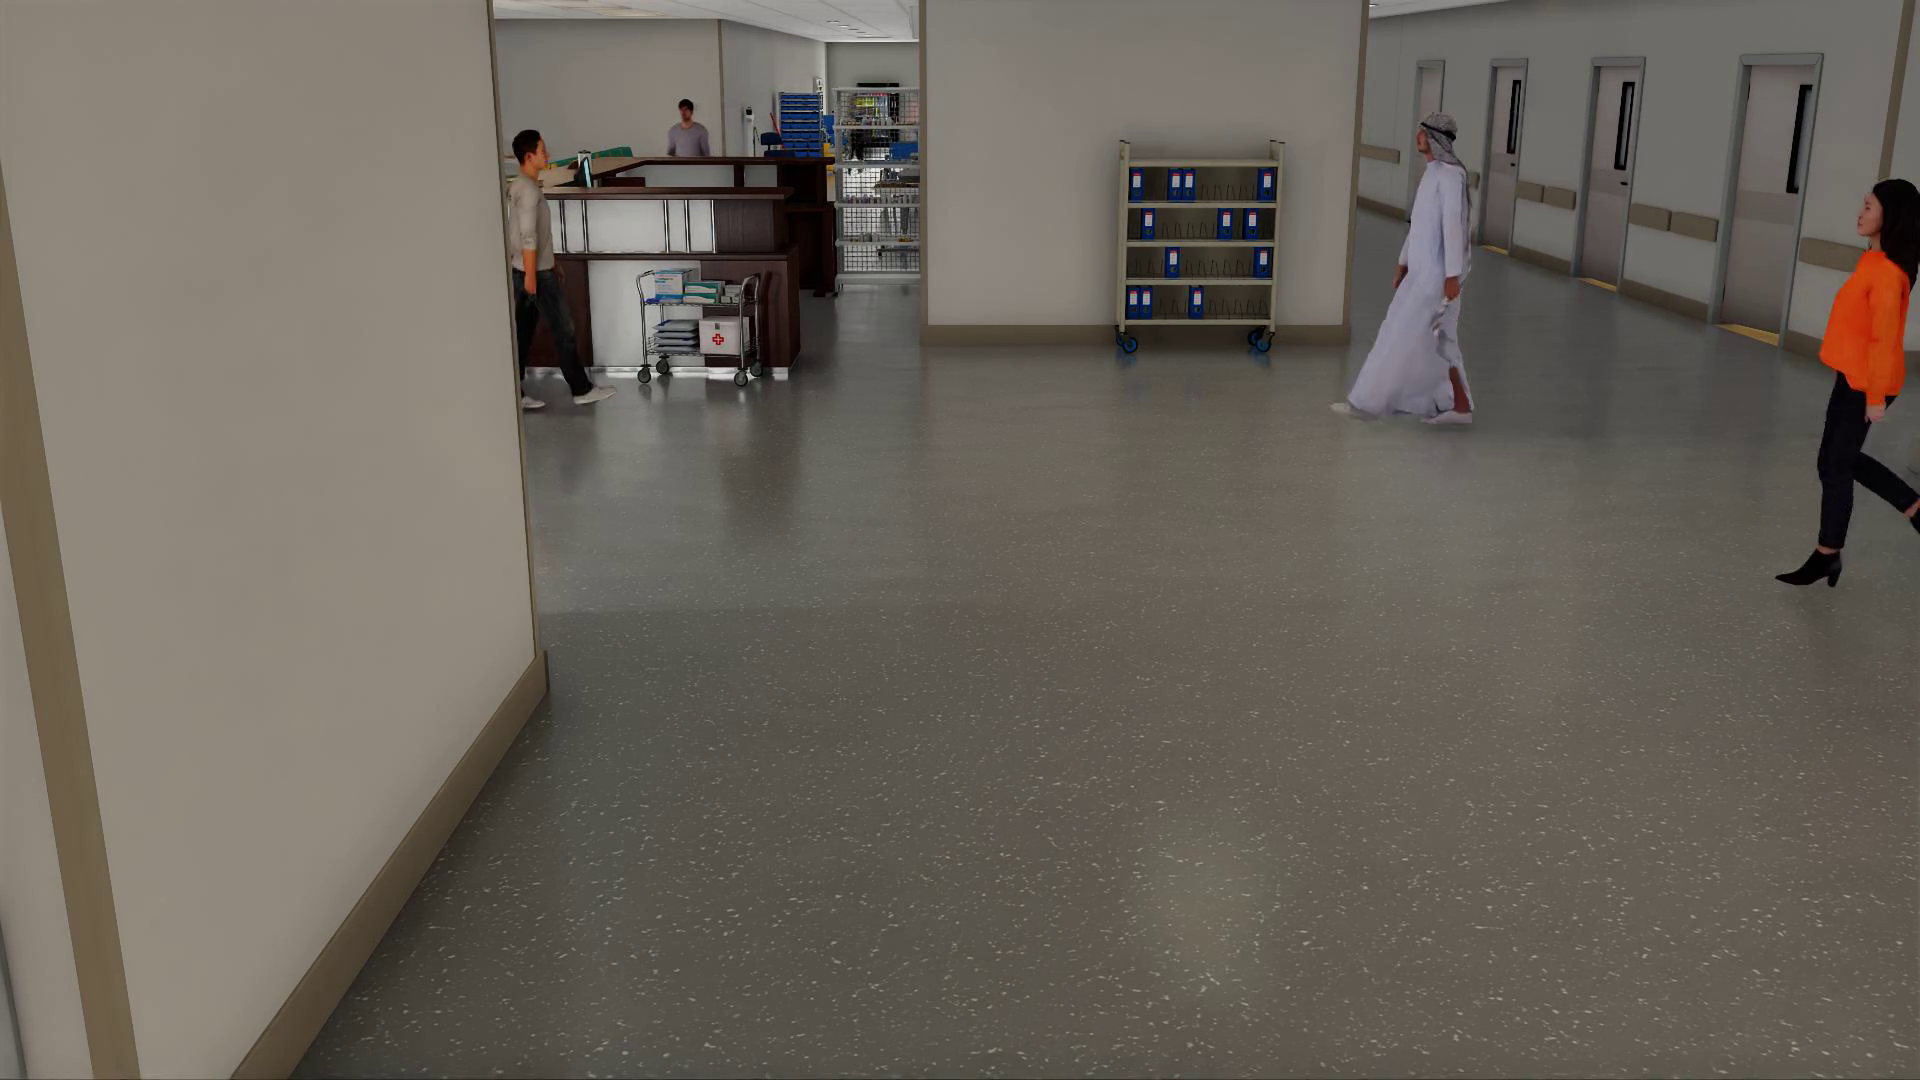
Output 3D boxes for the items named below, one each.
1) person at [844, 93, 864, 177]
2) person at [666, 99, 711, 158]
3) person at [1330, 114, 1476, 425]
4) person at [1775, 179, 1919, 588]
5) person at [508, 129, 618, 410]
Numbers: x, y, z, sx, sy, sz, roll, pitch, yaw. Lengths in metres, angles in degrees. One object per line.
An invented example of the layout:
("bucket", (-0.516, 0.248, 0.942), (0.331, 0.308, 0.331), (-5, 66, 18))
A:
("person", (-2.186, -8.494, 34.972), (1.146, 1.695, 0.702), (2, 16, 7))
("person", (-3.314, -4.498, 20.585), (1.025, 1.810, 0.817), (2, 16, 6))
("person", (2.990, -1.607, 10.182), (1.146, 1.891, 0.761), (1, 16, 5))
("person", (3.877, -0.618, 6.971), (1.007, 1.729, 0.832), (6, 17, 22))
("person", (-2.858, -1.716, 10.756), (1.068, 1.788, 0.870), (-6, 17, -21))
